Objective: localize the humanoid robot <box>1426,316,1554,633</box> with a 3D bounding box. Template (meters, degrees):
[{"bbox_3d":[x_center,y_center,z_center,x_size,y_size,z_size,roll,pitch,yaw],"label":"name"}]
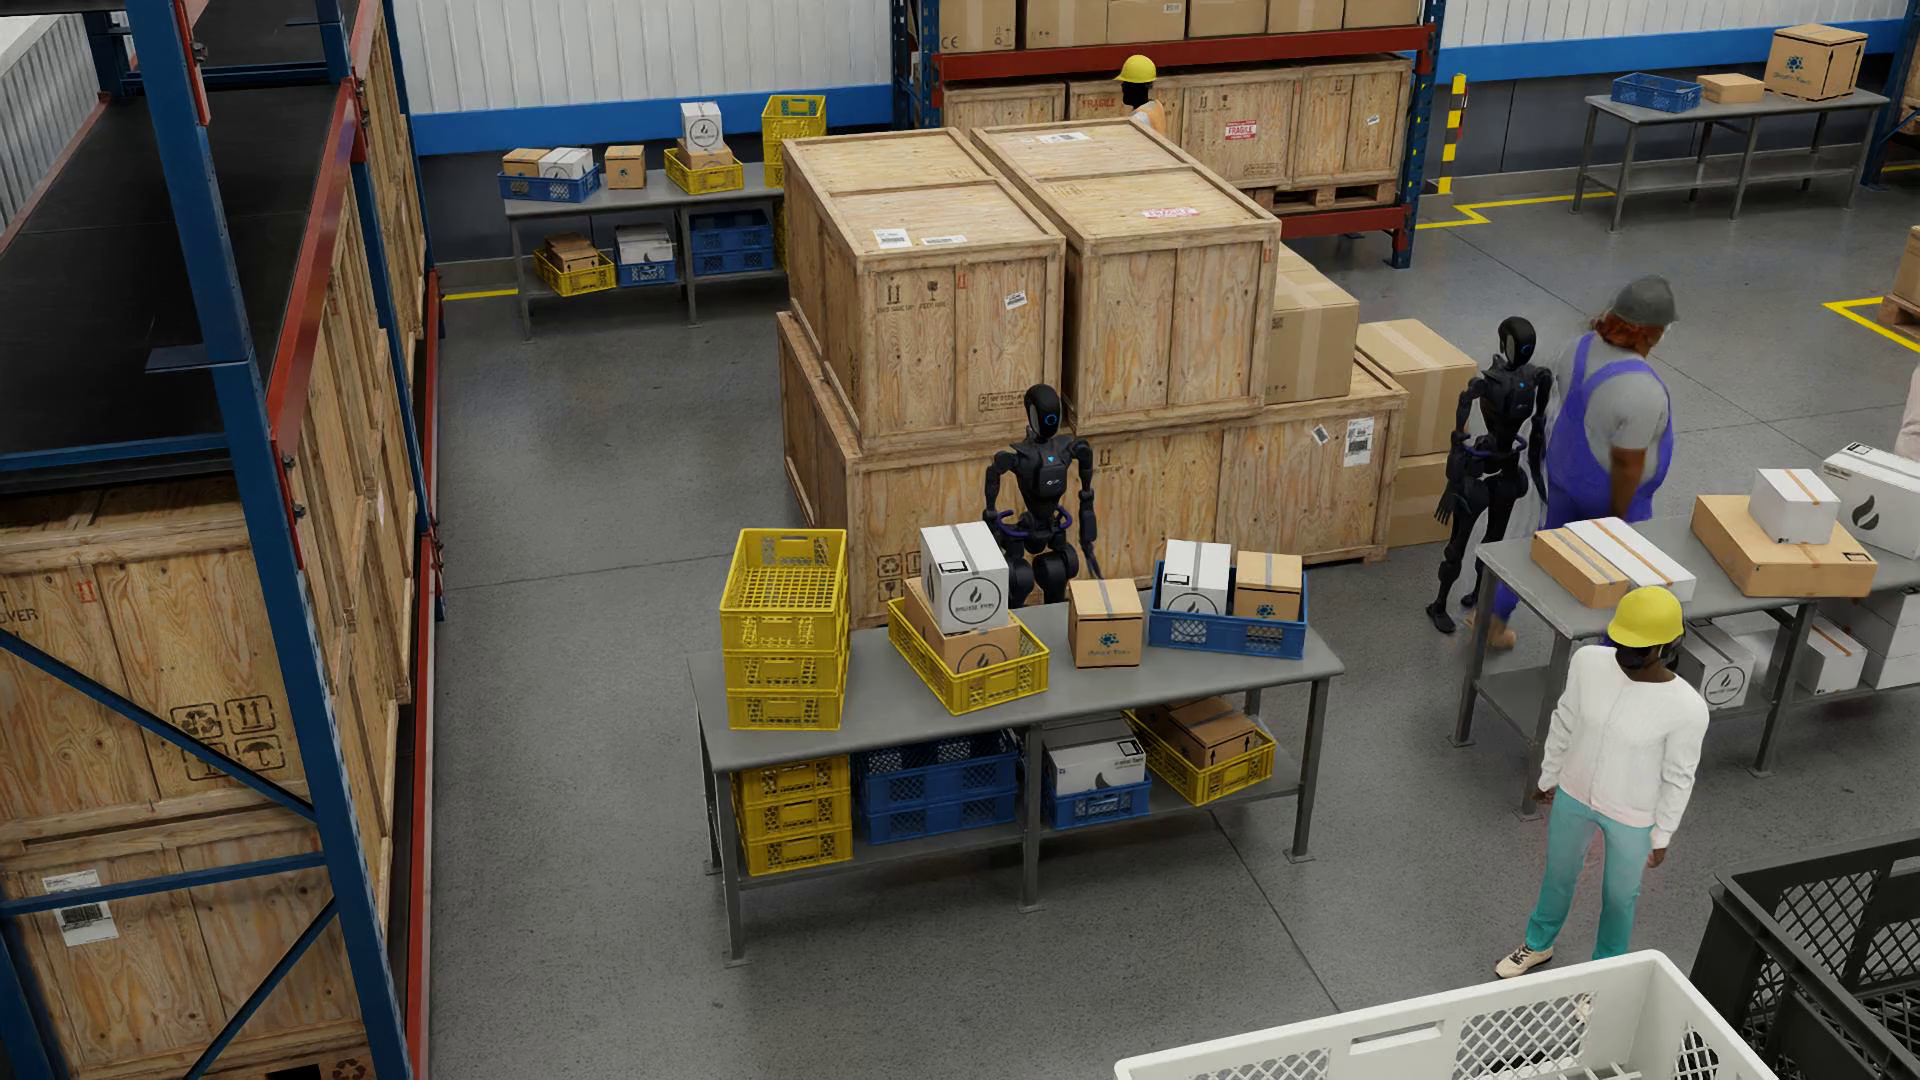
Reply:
[{"bbox_3d":[2.632,-0.320,8.223,0.609,1.657,0.315,-11,31,-19],"label":"humanoid robot"}]

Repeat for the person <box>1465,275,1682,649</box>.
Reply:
[{"bbox_3d":[2.996,-0.320,7.862,0.885,2.000,0.684,-8,30,-14],"label":"person"}]

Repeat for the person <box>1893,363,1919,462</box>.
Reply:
[{"bbox_3d":[4.659,-0.317,7.913,0.613,1.987,0.399,-13,31,-22],"label":"person"}]

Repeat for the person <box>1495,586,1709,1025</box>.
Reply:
[{"bbox_3d":[2.280,0.931,5.872,0.312,1.769,0.523,-23,36,-36],"label":"person"}]

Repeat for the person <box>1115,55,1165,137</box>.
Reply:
[{"bbox_3d":[1.260,-2.494,11.925,0.383,1.927,0.587,11,31,19],"label":"person"}]

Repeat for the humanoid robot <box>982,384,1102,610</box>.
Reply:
[{"bbox_3d":[0.356,0.073,7.510,0.588,1.657,0.326,-12,31,-21],"label":"humanoid robot"}]
